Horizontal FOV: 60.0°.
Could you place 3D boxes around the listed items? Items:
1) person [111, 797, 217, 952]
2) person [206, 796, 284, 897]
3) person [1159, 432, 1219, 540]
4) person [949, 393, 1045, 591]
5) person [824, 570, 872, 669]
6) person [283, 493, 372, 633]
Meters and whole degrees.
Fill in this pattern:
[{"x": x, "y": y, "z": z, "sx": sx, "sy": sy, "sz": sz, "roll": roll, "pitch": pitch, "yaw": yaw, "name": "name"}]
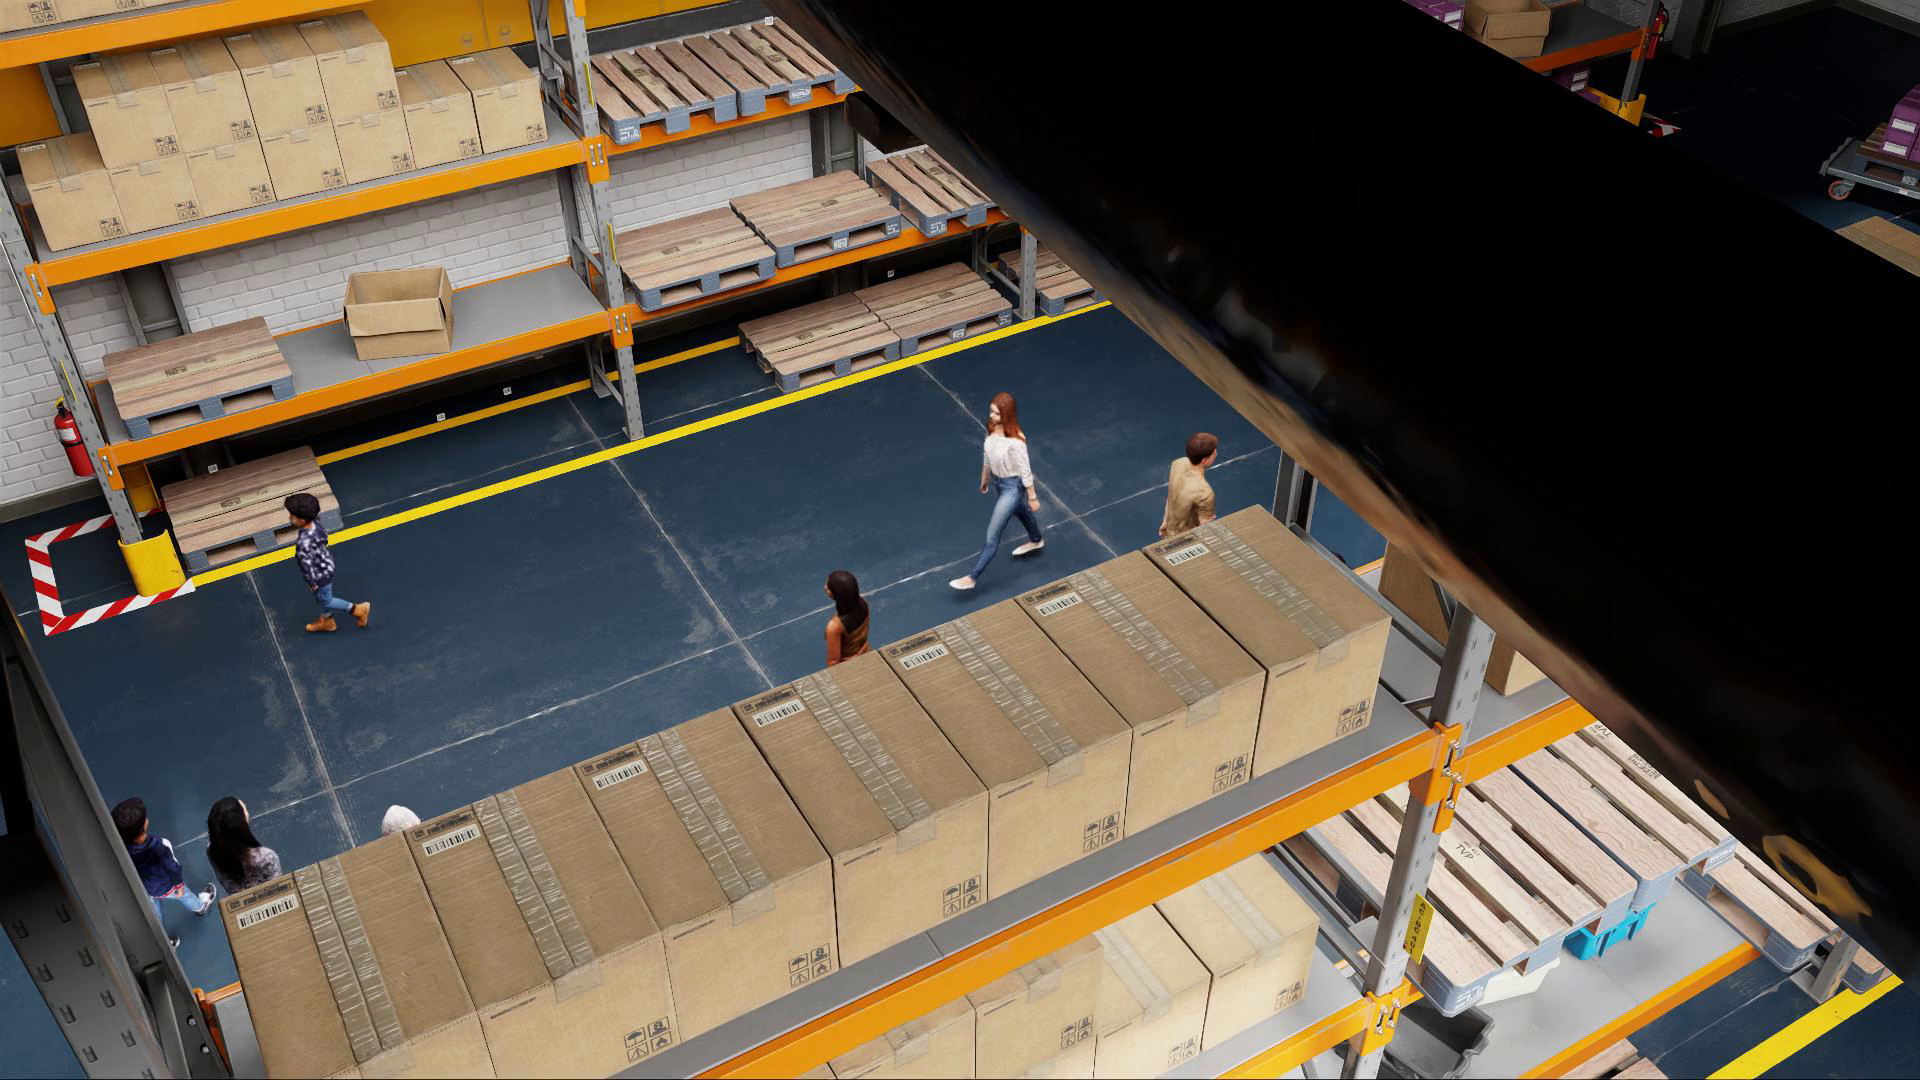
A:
[{"x": -4.793, "y": 2.042, "z": 9.828, "sx": 0.810, "sy": 1.196, "sz": 0.815, "roll": 1, "pitch": 39, "yaw": 2, "name": "person"}, {"x": -3.920, "y": 2.146, "z": 9.281, "sx": 0.979, "sy": 1.715, "sz": 1.027, "roll": 9, "pitch": 39, "yaw": 11, "name": "person"}, {"x": 1.517, "y": 0.032, "z": 11.844, "sx": 1.154, "sy": 1.820, "sz": 0.865, "roll": -11, "pitch": 40, "yaw": -13, "name": "person"}, {"x": 0.432, "y": -0.413, "z": 12.522, "sx": 1.175, "sy": 1.669, "sz": 0.613, "roll": -19, "pitch": 42, "yaw": -22, "name": "person"}, {"x": -0.716, "y": 0.865, "z": 10.910, "sx": 0.701, "sy": 1.683, "sz": 0.604, "roll": 18, "pitch": 42, "yaw": 21, "name": "person"}, {"x": -4.634, "y": 0.194, "z": 12.104, "sx": 0.796, "sy": 1.242, "sz": 0.633, "roll": -7, "pitch": 39, "yaw": -8, "name": "person"}]
